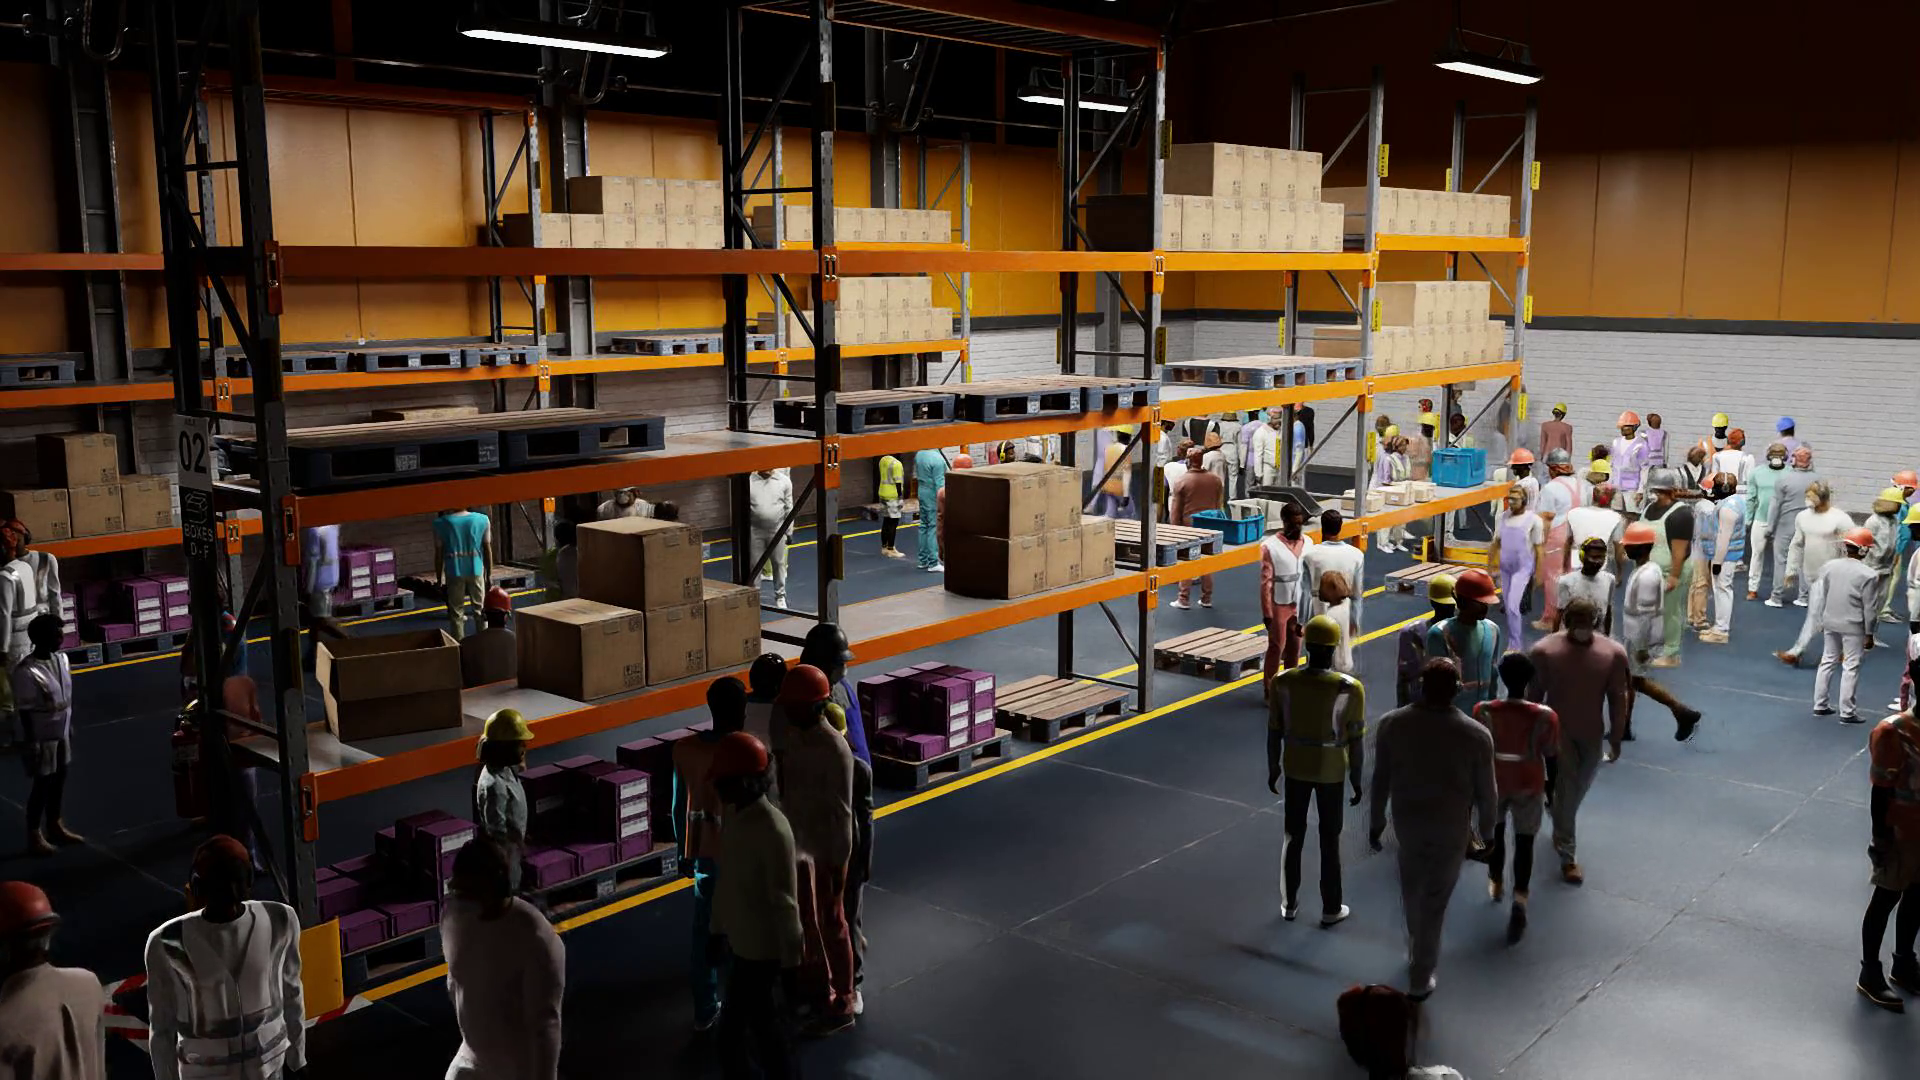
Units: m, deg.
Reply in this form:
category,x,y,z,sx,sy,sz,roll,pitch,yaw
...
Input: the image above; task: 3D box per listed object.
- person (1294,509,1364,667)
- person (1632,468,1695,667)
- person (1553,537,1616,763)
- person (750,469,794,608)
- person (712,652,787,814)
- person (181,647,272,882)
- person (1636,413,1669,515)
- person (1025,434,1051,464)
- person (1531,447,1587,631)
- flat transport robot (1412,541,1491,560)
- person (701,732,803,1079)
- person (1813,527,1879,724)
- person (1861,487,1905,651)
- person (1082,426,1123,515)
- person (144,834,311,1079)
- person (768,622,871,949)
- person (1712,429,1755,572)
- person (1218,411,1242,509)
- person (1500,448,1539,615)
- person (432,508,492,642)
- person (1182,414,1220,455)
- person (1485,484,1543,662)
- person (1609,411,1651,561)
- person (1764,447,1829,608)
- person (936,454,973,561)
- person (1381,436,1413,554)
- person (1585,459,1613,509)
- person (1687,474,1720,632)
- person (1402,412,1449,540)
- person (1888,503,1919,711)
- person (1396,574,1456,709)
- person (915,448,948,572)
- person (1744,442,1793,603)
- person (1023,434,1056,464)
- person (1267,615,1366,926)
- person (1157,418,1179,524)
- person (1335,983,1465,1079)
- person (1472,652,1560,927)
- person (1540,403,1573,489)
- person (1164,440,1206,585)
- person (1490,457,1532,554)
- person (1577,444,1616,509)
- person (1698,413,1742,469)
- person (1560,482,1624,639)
category,x,y,z,sx,sy,sz,roll,pitch,yaw
person,3.246,0.682,14.630,0.598,1.907,0.409,-2,10,-13
person,6.972,0.276,16.634,0.615,2.000,0.697,-3,10,-16
person,5.114,0.896,13.570,0.574,1.822,0.900,0,10,-2
person,-2.253,-0.110,19.372,0.646,1.901,0.400,-1,10,-8
person,-1.094,1.554,9.603,0.637,1.842,0.429,2,10,10
person,-4.617,1.444,10.620,0.366,1.718,0.696,5,11,27
person,11.114,-1.217,26.730,0.522,1.645,0.305,1,10,6
person,1.262,-1.361,27.034,0.391,1.837,0.560,-5,11,-27
person,6.618,-0.027,18.446,0.692,2.000,0.544,-7,12,-34
flat transport robot,6.912,0.155,22.630,1.431,0.197,0.652,3,10,17
person,-1.028,1.838,7.533,0.740,1.963,0.650,-5,11,-27
person,7.879,0.745,14.731,0.360,1.742,0.563,-4,10,-20
person,9.642,0.299,17.436,0.514,1.732,0.335,-5,11,-28
person,2.376,-1.297,26.807,0.992,1.797,0.500,-9,13,-42
person,-2.815,2.060,6.452,0.575,1.884,0.355,-8,12,-39
person,-0.768,1.456,9.595,0.535,2.000,0.683,6,11,30
person,10.171,-0.525,21.889,0.355,1.884,0.576,-8,12,-39
person,4.418,-1.371,27.394,0.489,1.731,0.325,2,10,12
person,6.469,-0.097,19.207,0.388,1.929,0.548,5,11,29
person,-4.969,0.368,16.664,0.563,1.847,0.394,-4,10,-22
person,3.690,-1.190,25.443,0.611,2.030,0.410,5,11,27
person,5.588,0.333,16.922,0.627,1.822,0.516,-6,11,-34
person,9.060,-0.734,22.658,0.373,2.043,0.615,-5,11,-27
person,9.805,-0.142,19.555,0.645,1.901,0.403,-1,10,-4
person,0.045,0.036,18.242,0.614,1.987,0.408,0,10,-1
person,6.124,-0.639,23.290,0.515,1.641,0.315,-6,11,-31
person,7.556,-0.105,19.839,0.361,1.736,0.487,6,11,33
person,8.226,0.140,18.305,0.324,1.752,0.562,2,10,11
person,6.781,-0.910,24.160,0.905,1.884,0.595,6,11,33
person,8.677,0.611,15.016,0.409,1.915,0.598,7,12,37
person,3.322,1.182,11.565,0.584,1.928,0.367,-1,10,-5
person,-0.340,-0.526,21.860,0.399,1.900,0.644,-5,11,-27
person,9.702,-0.208,19.870,0.629,1.931,0.377,6,11,31
person,1.348,-1.516,28.213,0.564,1.745,0.348,-2,10,-9
person,2.186,1.406,10.224,0.595,1.925,0.370,4,10,23
person,2.992,-0.960,24.369,0.389,1.925,0.549,1,10,4
person,1.394,2.291,5.153,0.589,1.855,0.739,-5,11,-27
person,3.413,1.528,10.301,0.536,1.667,0.797,4,10,23
person,9.829,-1.386,27.425,0.532,1.754,0.340,8,12,39
person,2.824,-0.343,20.940,0.563,1.838,0.390,4,10,25
person,7.249,-0.394,21.881,0.515,1.624,0.285,2,10,13
person,7.862,-0.279,20.675,0.537,1.811,0.839,1,10,6
person,10.774,-0.845,23.667,0.596,1.925,0.372,5,11,27
person,6.495,0.307,17.149,0.665,1.825,0.556,7,12,34
